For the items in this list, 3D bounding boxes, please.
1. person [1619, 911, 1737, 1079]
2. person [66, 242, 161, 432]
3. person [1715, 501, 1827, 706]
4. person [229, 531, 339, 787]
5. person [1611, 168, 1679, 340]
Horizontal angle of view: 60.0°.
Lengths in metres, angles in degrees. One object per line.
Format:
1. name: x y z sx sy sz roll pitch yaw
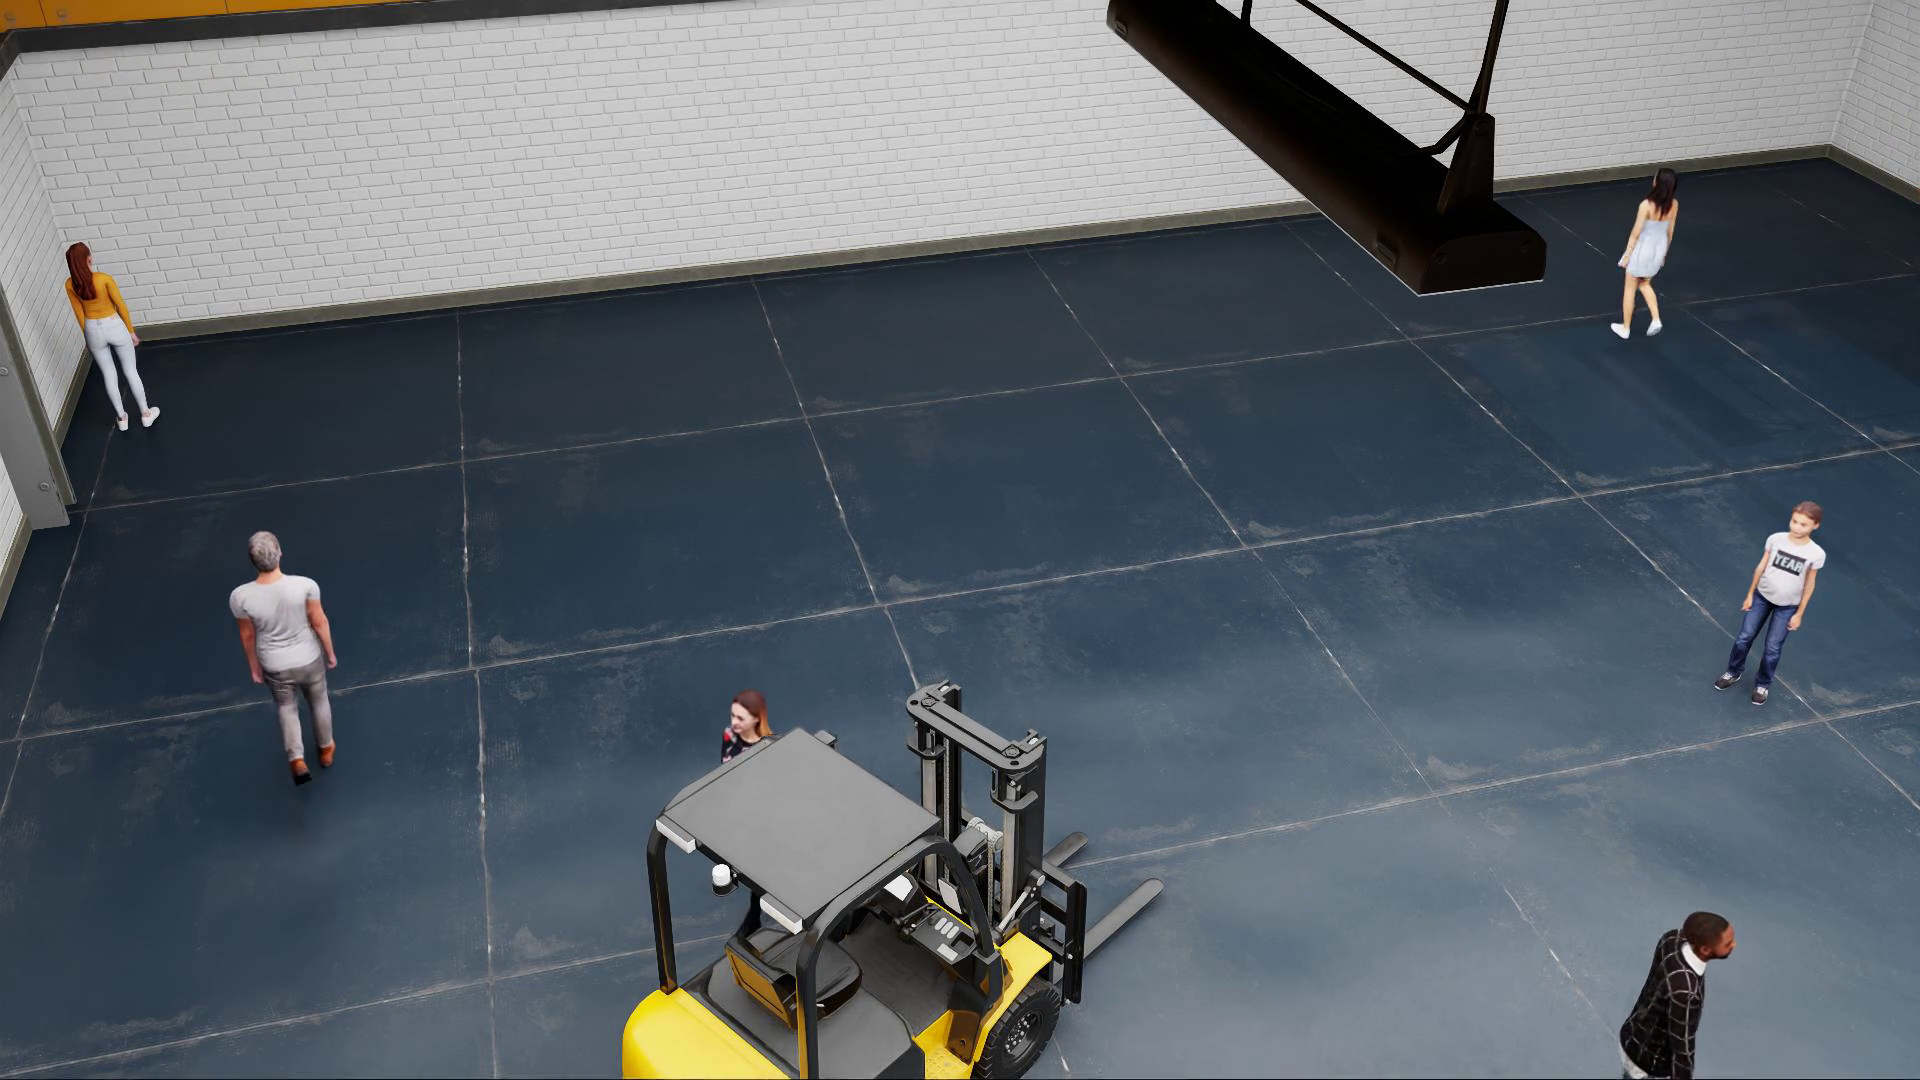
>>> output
1. person: 3.252 2.437 8.034 0.900 1.803 0.826 13 36 19
2. person: -7.384 -1.767 14.406 0.564 1.751 0.549 -8 35 -13
3. person: 5.561 0.398 11.320 0.610 1.562 0.692 26 42 34
4. person: -4.203 0.803 10.485 0.690 1.812 0.888 -10 35 -14
5. person: 6.571 -2.665 15.789 0.600 1.716 0.789 -10 35 -15
